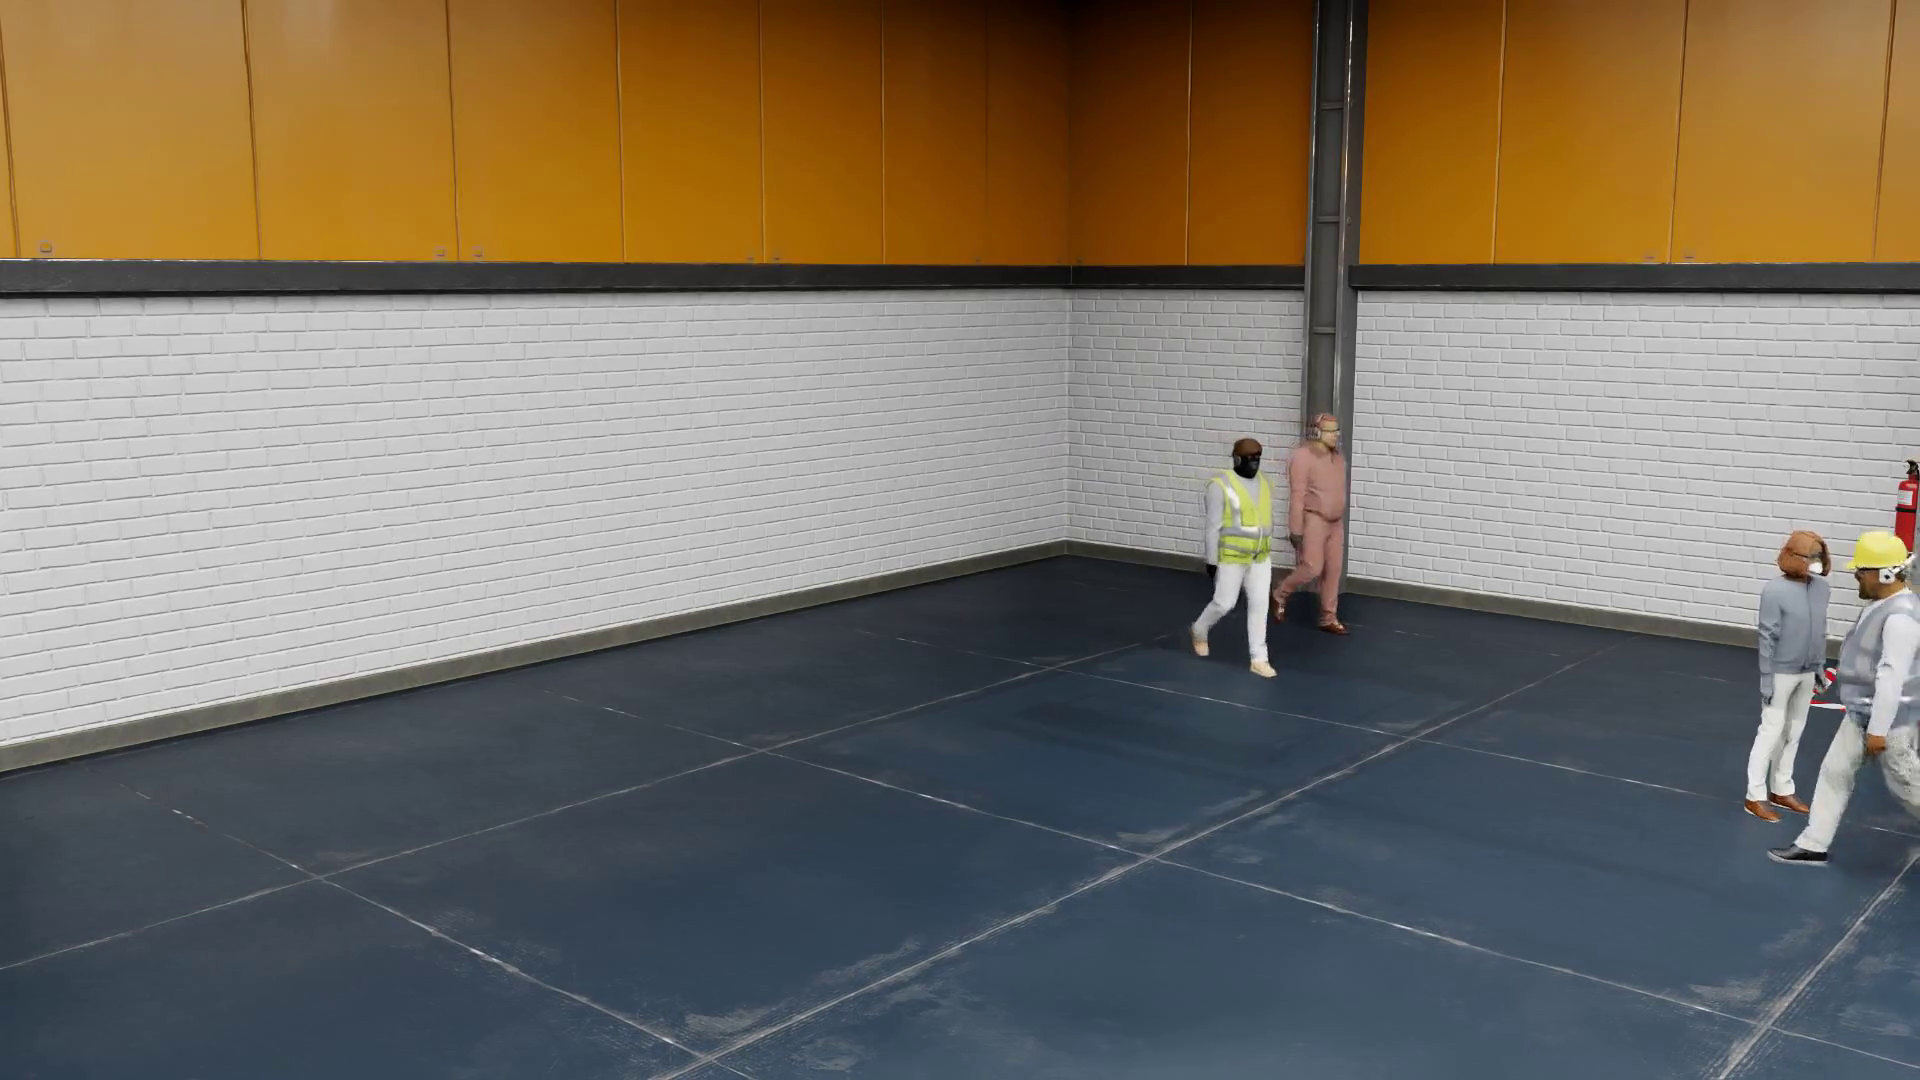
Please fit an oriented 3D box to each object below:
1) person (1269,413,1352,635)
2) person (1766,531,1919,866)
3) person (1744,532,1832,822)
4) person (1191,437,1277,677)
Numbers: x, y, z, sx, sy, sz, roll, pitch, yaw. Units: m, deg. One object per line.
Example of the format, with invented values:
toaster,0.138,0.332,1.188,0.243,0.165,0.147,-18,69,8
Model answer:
person,3.011,-0.142,14.102,0.649,1.890,0.646,-8,12,-41
person,4.662,0.837,8.299,0.935,1.782,0.597,3,10,18
person,4.644,0.755,9.288,0.501,1.624,0.313,-4,10,-24
person,2.120,0.106,12.771,0.634,1.820,0.799,-5,10,-27
